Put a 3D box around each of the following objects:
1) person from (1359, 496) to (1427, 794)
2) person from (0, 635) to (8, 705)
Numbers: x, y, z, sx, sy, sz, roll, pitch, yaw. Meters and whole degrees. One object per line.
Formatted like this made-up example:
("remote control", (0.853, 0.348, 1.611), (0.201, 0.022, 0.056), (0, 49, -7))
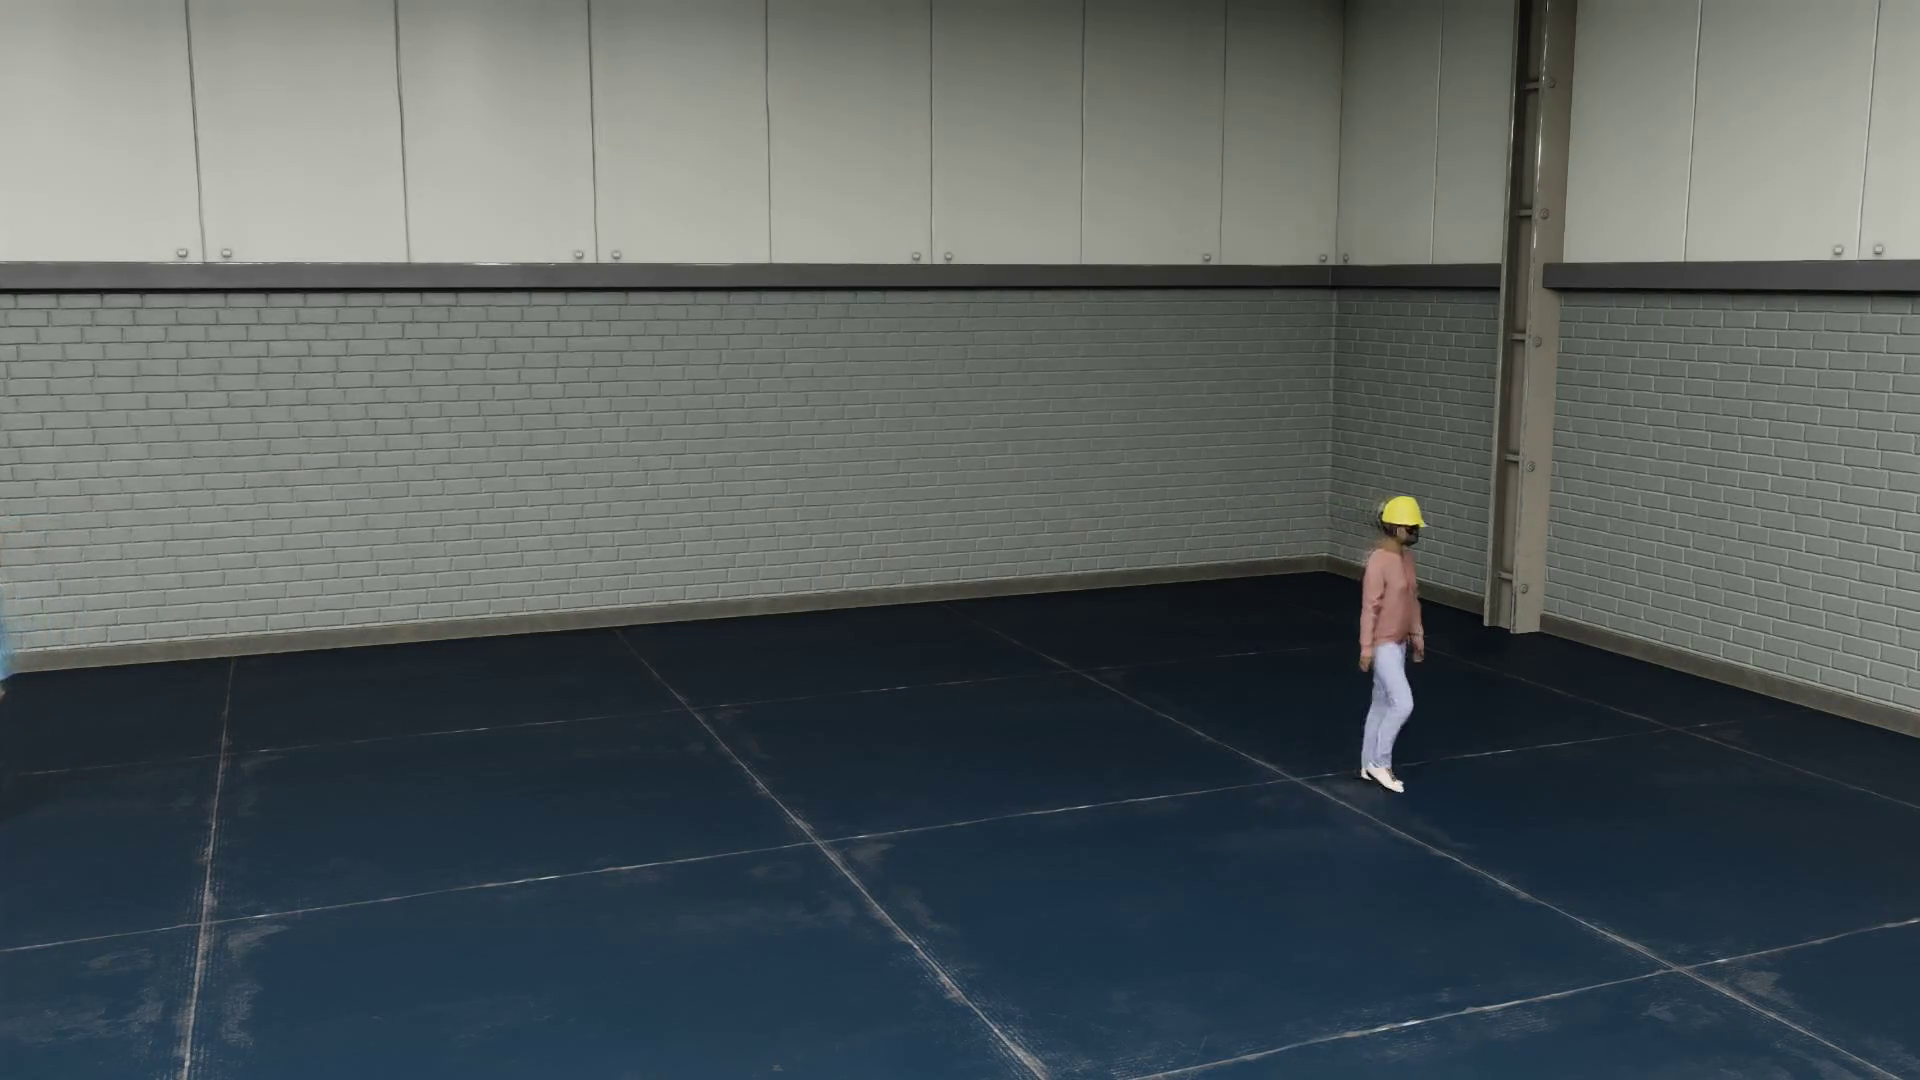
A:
("person", (2.567, 0.614, 9.743), (0.481, 1.747, 0.554), (7, 11, 37))
("person", (-5.484, 0.792, 9.044), (0.540, 1.621, 0.490), (1, 9, 3))
